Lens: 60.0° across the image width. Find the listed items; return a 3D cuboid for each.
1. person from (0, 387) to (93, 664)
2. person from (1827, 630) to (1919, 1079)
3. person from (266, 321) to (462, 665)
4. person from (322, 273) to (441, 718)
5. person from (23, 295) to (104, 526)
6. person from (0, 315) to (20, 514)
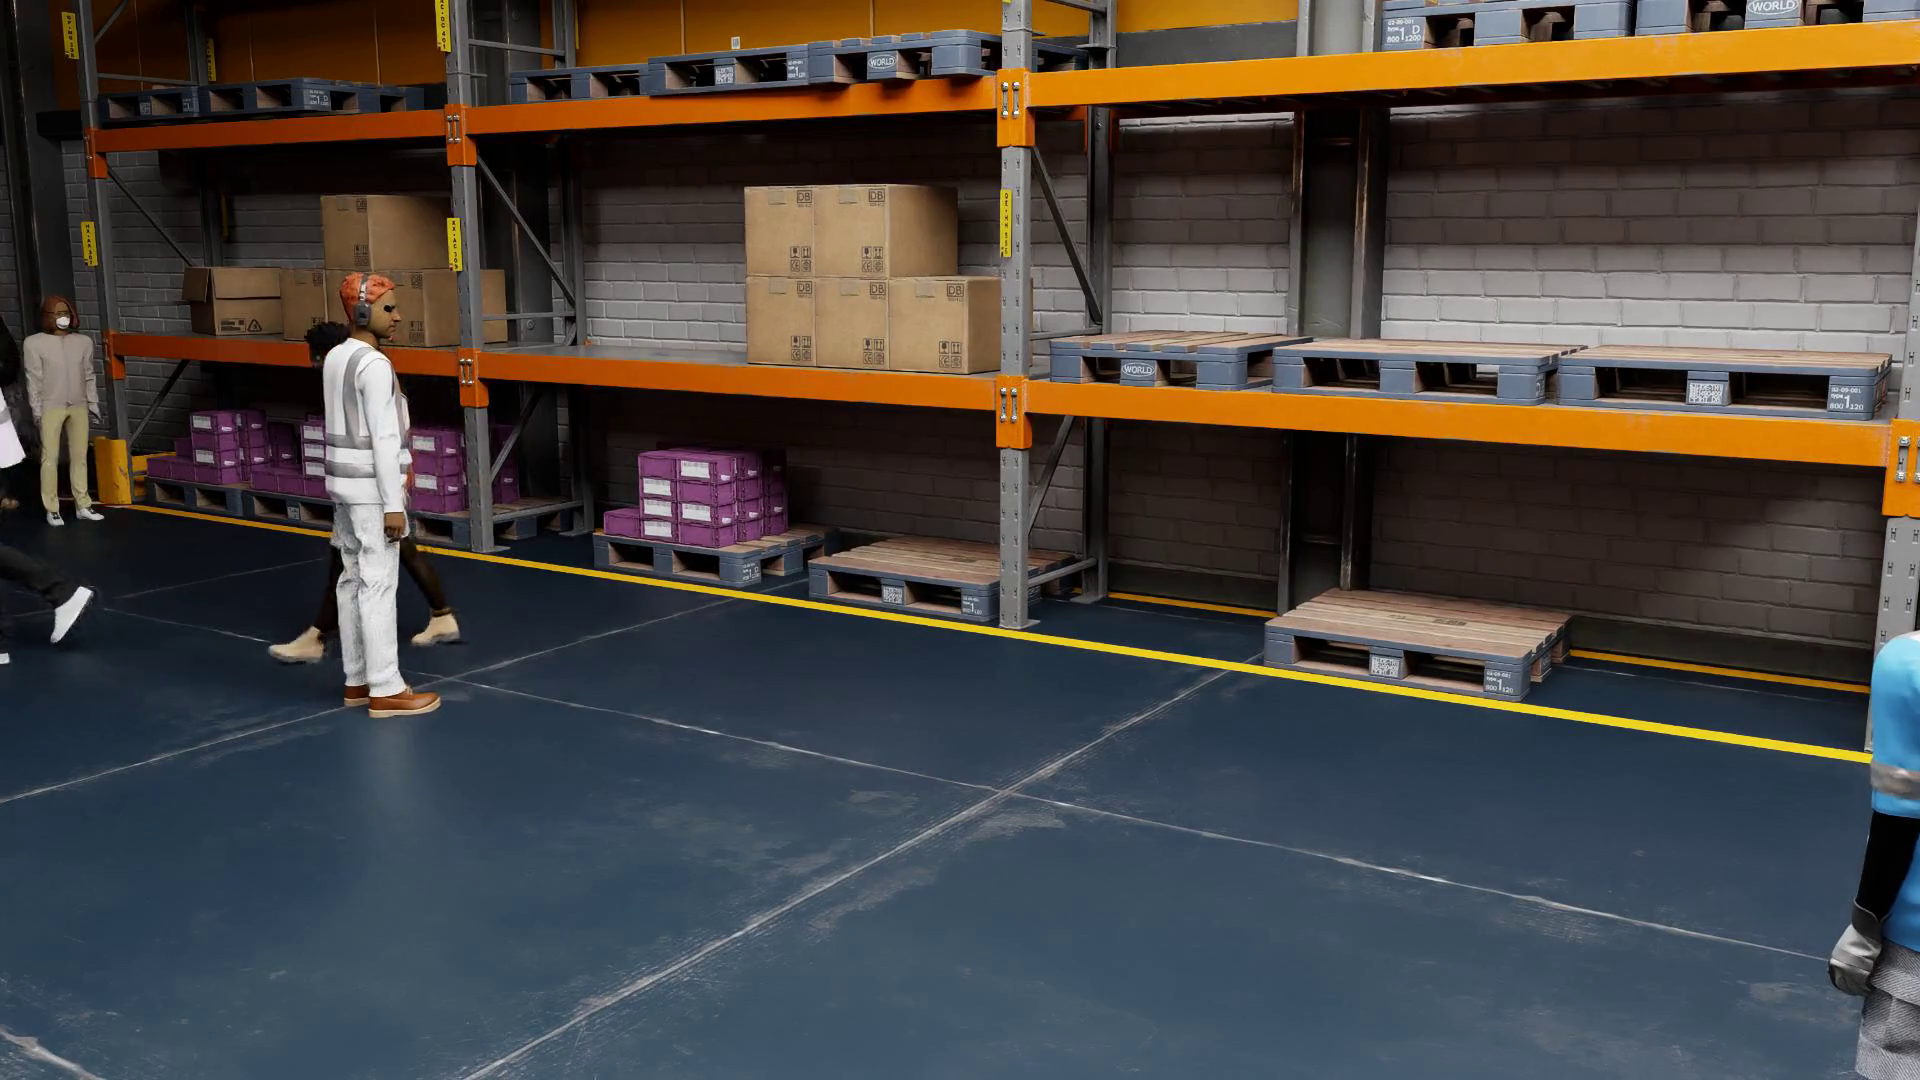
[{"bbox_3d":[-4.589,-0.333,7.887,0.612,1.891,0.635,-5,11,-24],"label":"person"},{"bbox_3d":[1.762,0.665,2.897,0.535,1.699,0.318,-3,11,-17],"label":"person"},{"bbox_3d":[-2.879,-0.232,8.023,0.908,1.636,0.572,-4,11,-19],"label":"person"},{"bbox_3d":[-2.515,-0.185,7.111,0.358,1.876,0.574,-8,13,-38],"label":"person"},{"bbox_3d":[-6.398,-0.927,11.891,0.282,1.634,0.498,7,12,34],"label":"person"},{"bbox_3d":[-7.240,-1.202,12.289,0.535,2.000,0.688,-2,10,-10],"label":"person"}]
